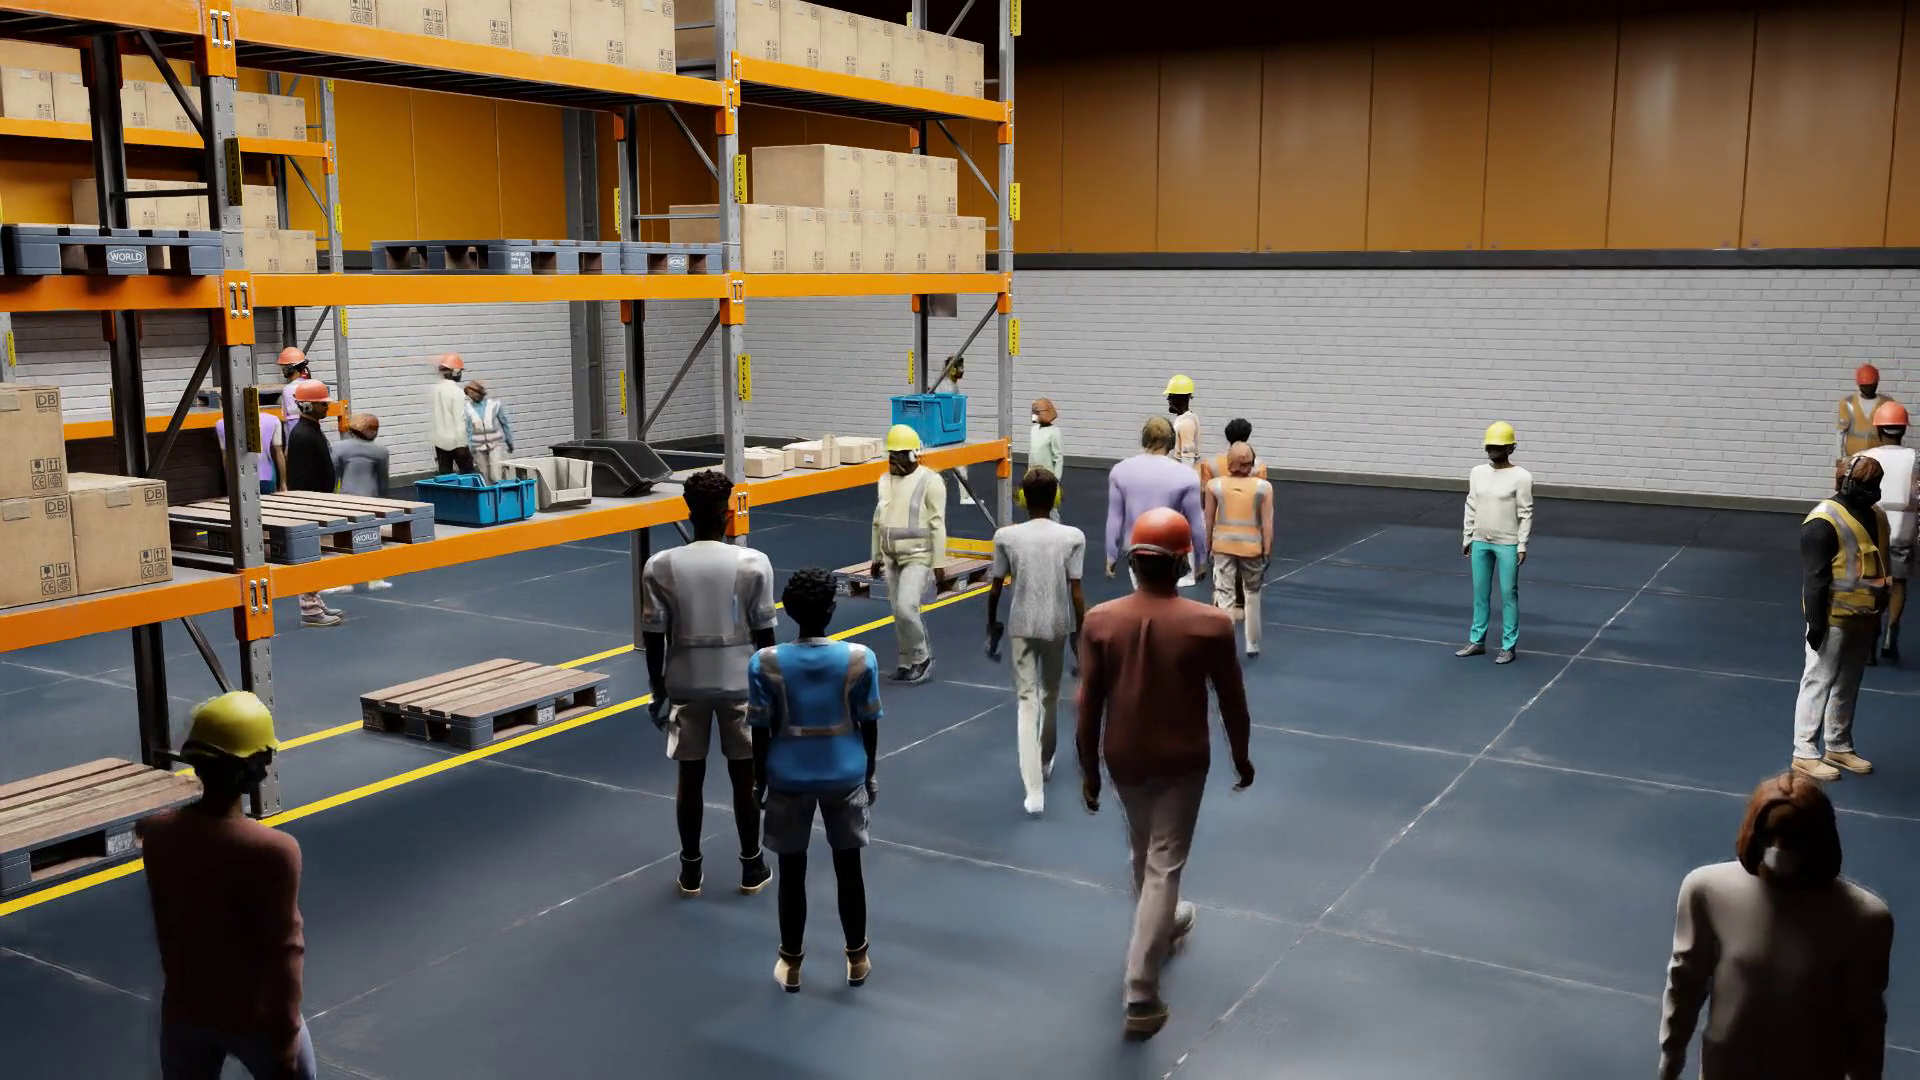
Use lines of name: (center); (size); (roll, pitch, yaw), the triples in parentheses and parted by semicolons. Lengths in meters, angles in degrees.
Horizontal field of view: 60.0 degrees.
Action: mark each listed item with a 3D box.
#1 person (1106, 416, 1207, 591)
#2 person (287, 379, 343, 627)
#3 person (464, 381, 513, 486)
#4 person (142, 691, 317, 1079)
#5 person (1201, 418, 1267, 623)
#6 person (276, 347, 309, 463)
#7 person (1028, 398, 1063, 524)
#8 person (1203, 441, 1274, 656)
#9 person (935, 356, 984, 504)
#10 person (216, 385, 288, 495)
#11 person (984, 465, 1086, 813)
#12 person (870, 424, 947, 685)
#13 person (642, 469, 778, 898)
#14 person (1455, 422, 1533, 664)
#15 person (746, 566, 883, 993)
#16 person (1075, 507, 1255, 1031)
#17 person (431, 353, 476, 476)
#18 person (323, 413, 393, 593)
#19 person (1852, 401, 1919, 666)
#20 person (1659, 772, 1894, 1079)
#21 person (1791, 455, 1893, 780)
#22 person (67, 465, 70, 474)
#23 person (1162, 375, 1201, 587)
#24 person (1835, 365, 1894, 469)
person: (1.356, 0.099, 11.287); (0.655, 1.879, 1.032); (5, 10, 28)
person: (-5.213, -0.303, 13.455); (0.397, 1.992, 0.623); (-2, 9, -15)
person: (-5.527, -1.060, 19.418); (0.571, 1.595, 0.702); (-2, 9, -12)
person: (-1.991, 1.273, 4.442); (0.519, 1.730, 0.864); (2, 9, 14)
person: (2.214, -0.144, 13.430); (0.543, 1.679, 0.432); (2, 9, 12)
person: (-7.203, -1.071, 18.101); (0.371, 2.044, 0.608); (0, 9, 0)
person: (0.823, -0.577, 16.292); (0.267, 1.631, 0.507); (-5, 11, -30)
person: (2.029, 0.084, 12.178); (0.512, 1.617, 0.679); (2, 9, 10)
person: (-0.142, -1.344, 20.410); (0.813, 1.847, 0.519); (-1, 9, -8)
person: (-6.578, -0.544, 15.503); (0.572, 1.816, 0.644); (-4, 10, -21)
person: (0.405, 0.504, 8.985); (0.544, 1.817, 1.002); (0, 9, 2)
person: (-0.376, 0.111, 11.427); (0.616, 1.812, 0.442); (9, 13, 43)
person: (-1.125, 0.657, 7.566); (0.602, 1.961, 0.371); (0, 9, -2)
person: (3.906, 0.020, 12.153); (0.315, 1.766, 0.533); (-8, 12, -40)
person: (-0.573, 0.945, 6.582); (0.537, 1.698, 0.321); (-1, 9, -8)
person: (0.792, 0.844, 6.492); (0.629, 1.941, 1.052); (5, 10, 26)
person: (-5.625, -1.090, 18.482); (0.637, 1.962, 0.847); (8, 12, 39)
person: (-5.430, -0.332, 14.877); (0.647, 1.598, 0.330); (-4, 10, -26)
person: (6.701, -0.042, 12.058); (0.570, 1.916, 0.440); (4, 10, 24)
person: (2.100, 1.357, 4.311); (0.510, 1.607, 0.765); (6, 11, 32)
person: (4.989, 0.434, 9.380); (0.619, 1.836, 0.431); (-5, 11, -31)
person: (-7.128, -0.144, 12.942); (0.633, 1.841, 0.429); (5, 10, 26)
person: (2.002, -0.530, 15.080); (0.369, 1.928, 0.586); (1, 9, 6)
person: (9.723, -0.946, 17.875); (0.574, 1.874, 1.051); (5, 10, 29)
